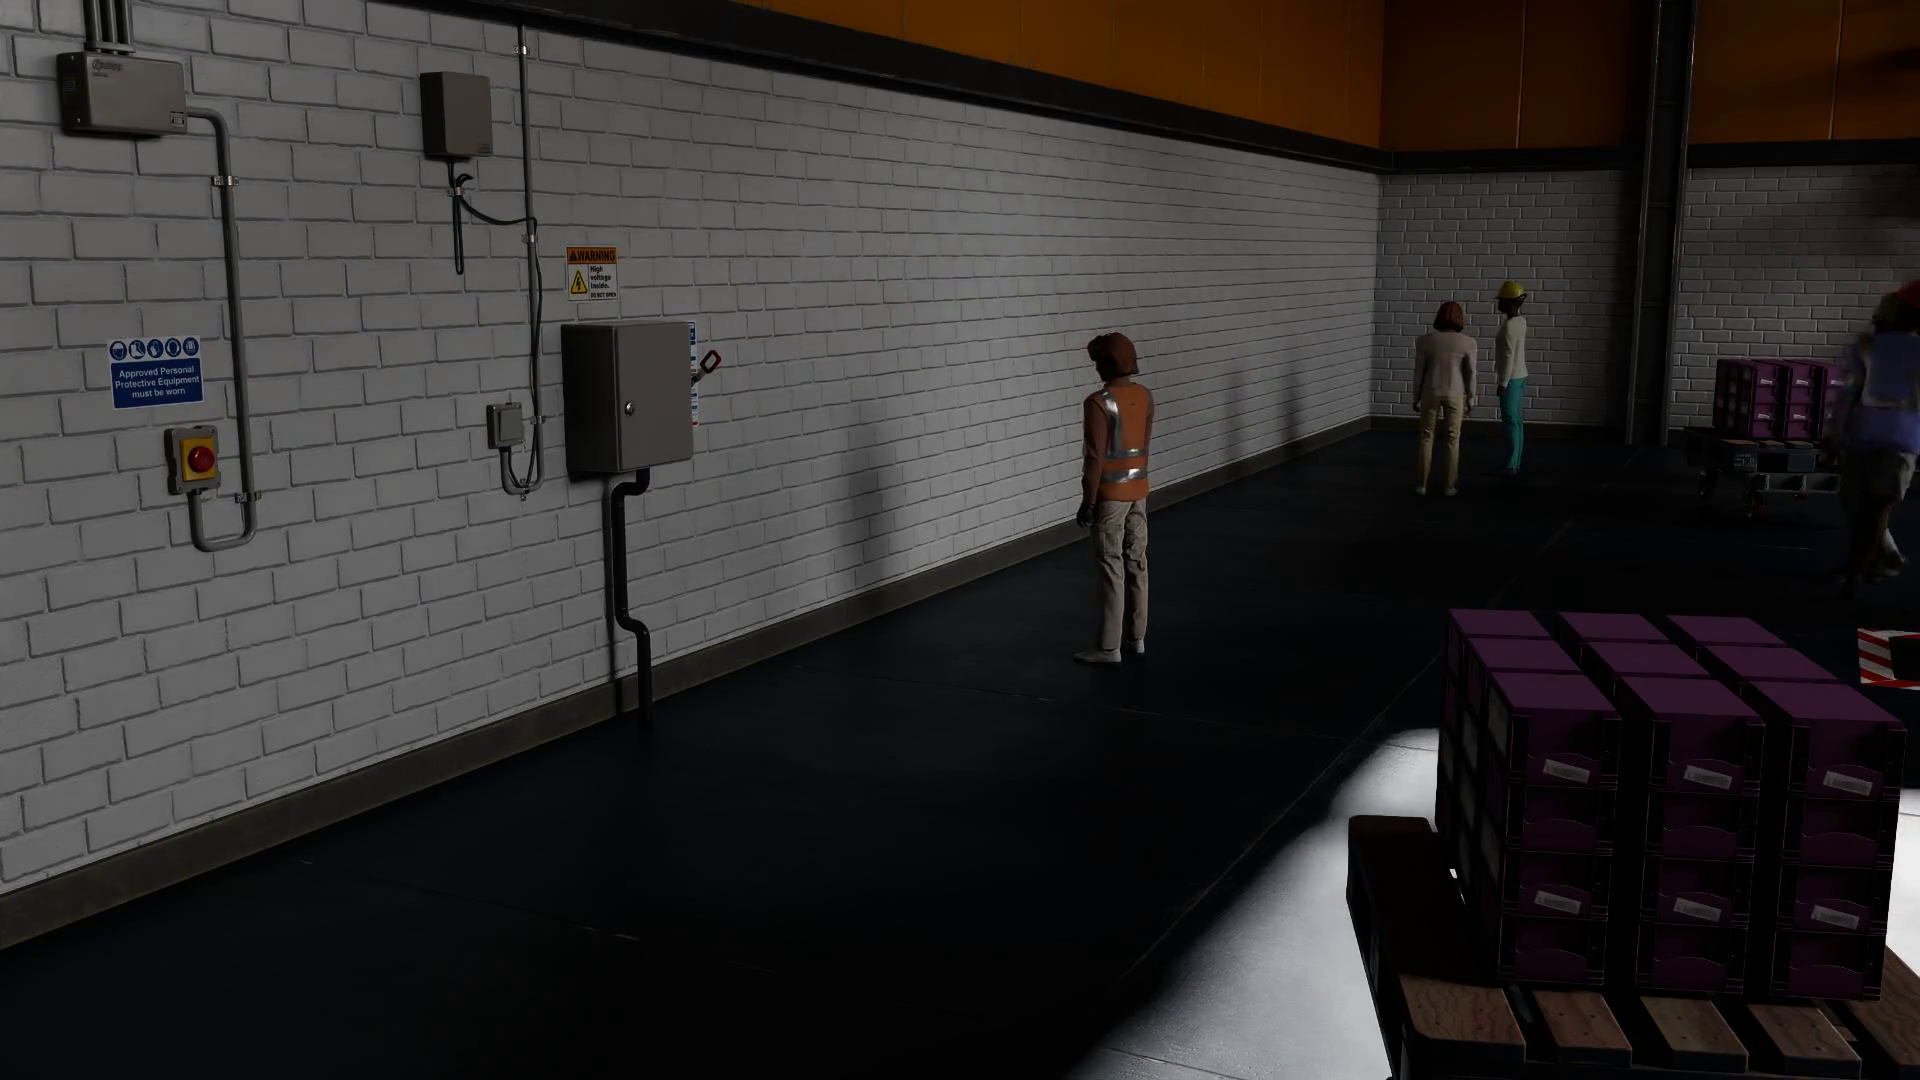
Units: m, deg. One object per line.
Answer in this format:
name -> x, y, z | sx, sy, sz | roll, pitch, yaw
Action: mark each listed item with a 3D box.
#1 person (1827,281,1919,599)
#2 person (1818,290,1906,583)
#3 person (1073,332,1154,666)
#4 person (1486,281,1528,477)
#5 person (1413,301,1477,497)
person -> 5.477, -0.590, 9.818 | 0.981, 1.881, 0.575 | -9, 13, -42
person -> 5.586, -0.626, 10.177 | 0.540, 1.801, 0.666 | -1, 10, -6
person -> 0.767, -0.200, 8.200 | 0.308, 1.639, 0.511 | 8, 13, 39
person -> 4.975, -1.456, 15.098 | 0.323, 1.769, 0.523 | 6, 11, 30
person -> 4.027, -1.168, 13.849 | 0.506, 1.623, 0.287 | 3, 10, 19
